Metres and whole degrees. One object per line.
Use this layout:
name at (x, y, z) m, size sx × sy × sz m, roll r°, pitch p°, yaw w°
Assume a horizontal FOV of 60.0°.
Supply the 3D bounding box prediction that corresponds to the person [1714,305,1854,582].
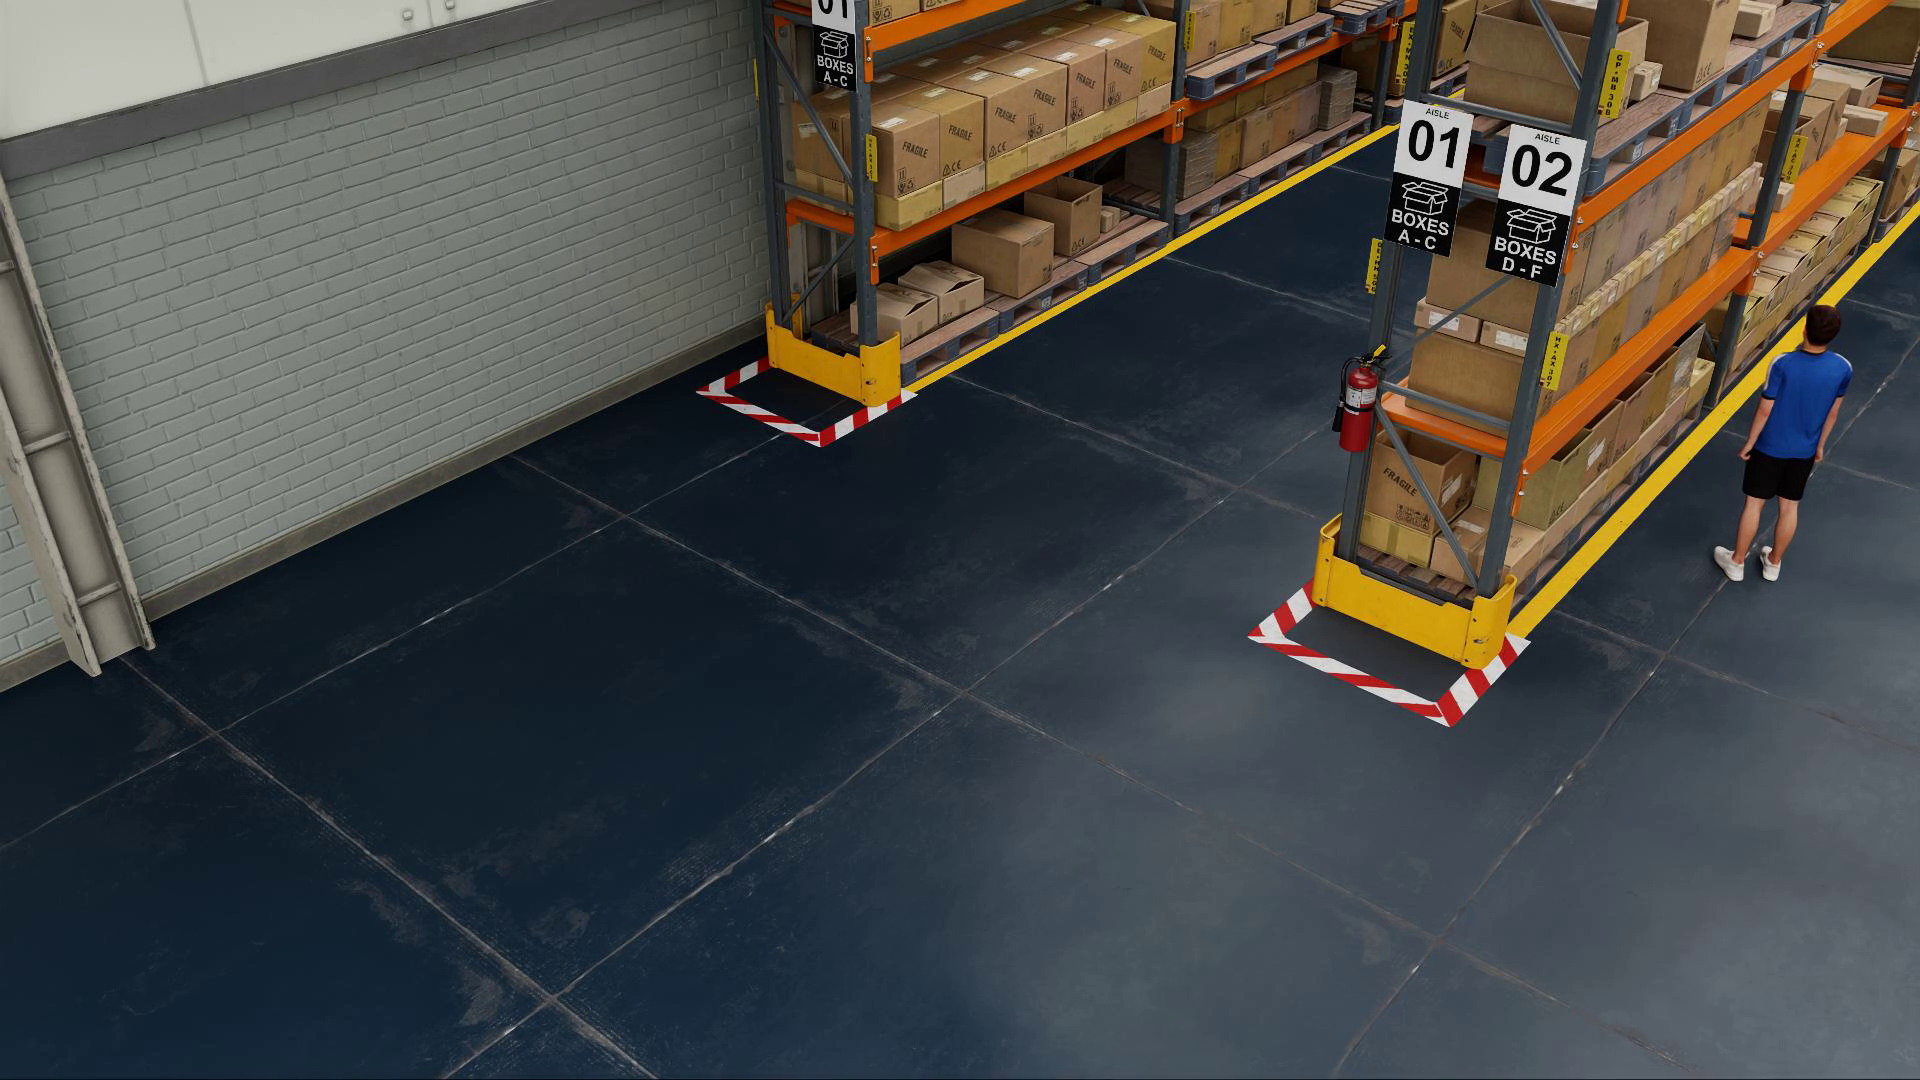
person at (5.089, -0.591, 10.241) m, size 0.746 × 1.866 × 0.776 m, roll 2°, pitch 33°, yaw 3°
